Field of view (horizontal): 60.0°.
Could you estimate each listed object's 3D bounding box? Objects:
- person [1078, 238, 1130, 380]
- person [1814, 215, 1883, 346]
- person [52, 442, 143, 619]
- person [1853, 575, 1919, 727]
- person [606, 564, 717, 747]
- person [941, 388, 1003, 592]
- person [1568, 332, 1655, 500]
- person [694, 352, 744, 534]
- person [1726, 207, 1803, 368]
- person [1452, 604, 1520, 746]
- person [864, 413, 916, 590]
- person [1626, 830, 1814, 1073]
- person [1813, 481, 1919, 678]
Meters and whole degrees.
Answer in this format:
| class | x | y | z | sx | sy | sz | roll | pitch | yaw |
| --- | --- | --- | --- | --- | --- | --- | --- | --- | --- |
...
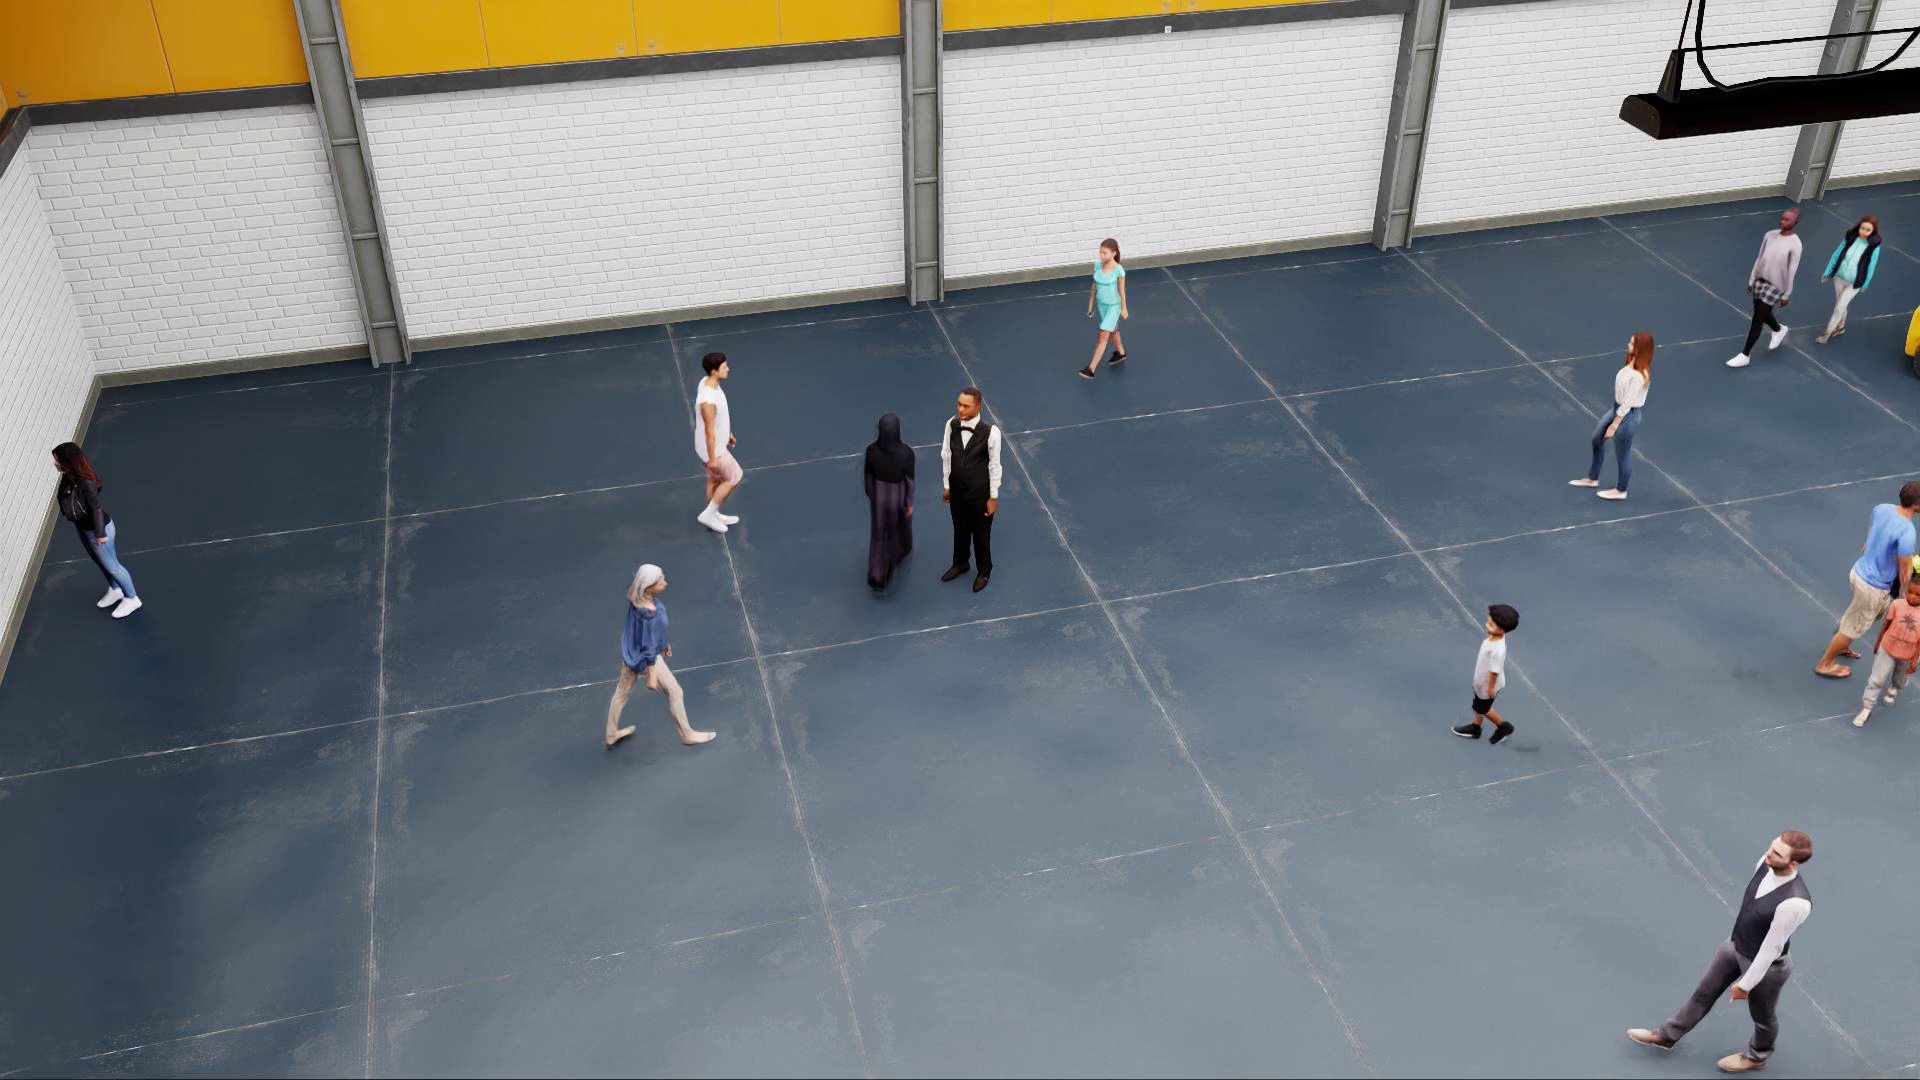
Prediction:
| class | x | y | z | sx | sy | sz | roll | pitch | yaw |
| --- | --- | --- | --- | --- | --- | --- | --- | --- | --- |
| person | 1.629 | -2.474 | 17.571 | 1.117 | 1.509 | 0.863 | -27 | 42 | -34 |
| person | 9.789 | -2.882 | 18.221 | 0.935 | 1.469 | 0.739 | -18 | 38 | -25 |
| person | -7.244 | -0.110 | 13.906 | 0.710 | 1.630 | 0.724 | 28 | 43 | 35 |
| person | 7.259 | 0.821 | 12.808 | 0.767 | 1.295 | 0.896 | 25 | 41 | 33 |
| person | -2.408 | 0.913 | 12.357 | 1.055 | 1.640 | 0.726 | -18 | 38 | -25 |
| person | 0.105 | -0.454 | 14.164 | 0.769 | 1.916 | 0.833 | 17 | 37 | 24 |
| person | 6.223 | -1.114 | 15.342 | 0.840 | 1.713 | 0.732 | 4 | 34 | 6 |
| person | -2.296 | -0.863 | 14.910 | 0.679 | 1.772 | 0.651 | -5 | 34 | -7 |
| person | 8.696 | -2.708 | 17.709 | 1.167 | 1.745 | 0.762 | -14 | 36 | -20 |
| person | 4.059 | 1.021 | 12.546 | 0.750 | 1.252 | 0.651 | 8 | 34 | 12 |
| person | -0.625 | -0.322 | 14.255 | 1.145 | 1.595 | 0.961 | 3 | 34 | 5 |
| person | 4.802 | 2.451 | 9.804 | 1.156 | 1.905 | 0.874 | 0 | 34 | 0 |
| person | 7.082 | 0.332 | 13.053 | 0.824 | 1.838 | 0.765 | 1 | 34 | 1 |
